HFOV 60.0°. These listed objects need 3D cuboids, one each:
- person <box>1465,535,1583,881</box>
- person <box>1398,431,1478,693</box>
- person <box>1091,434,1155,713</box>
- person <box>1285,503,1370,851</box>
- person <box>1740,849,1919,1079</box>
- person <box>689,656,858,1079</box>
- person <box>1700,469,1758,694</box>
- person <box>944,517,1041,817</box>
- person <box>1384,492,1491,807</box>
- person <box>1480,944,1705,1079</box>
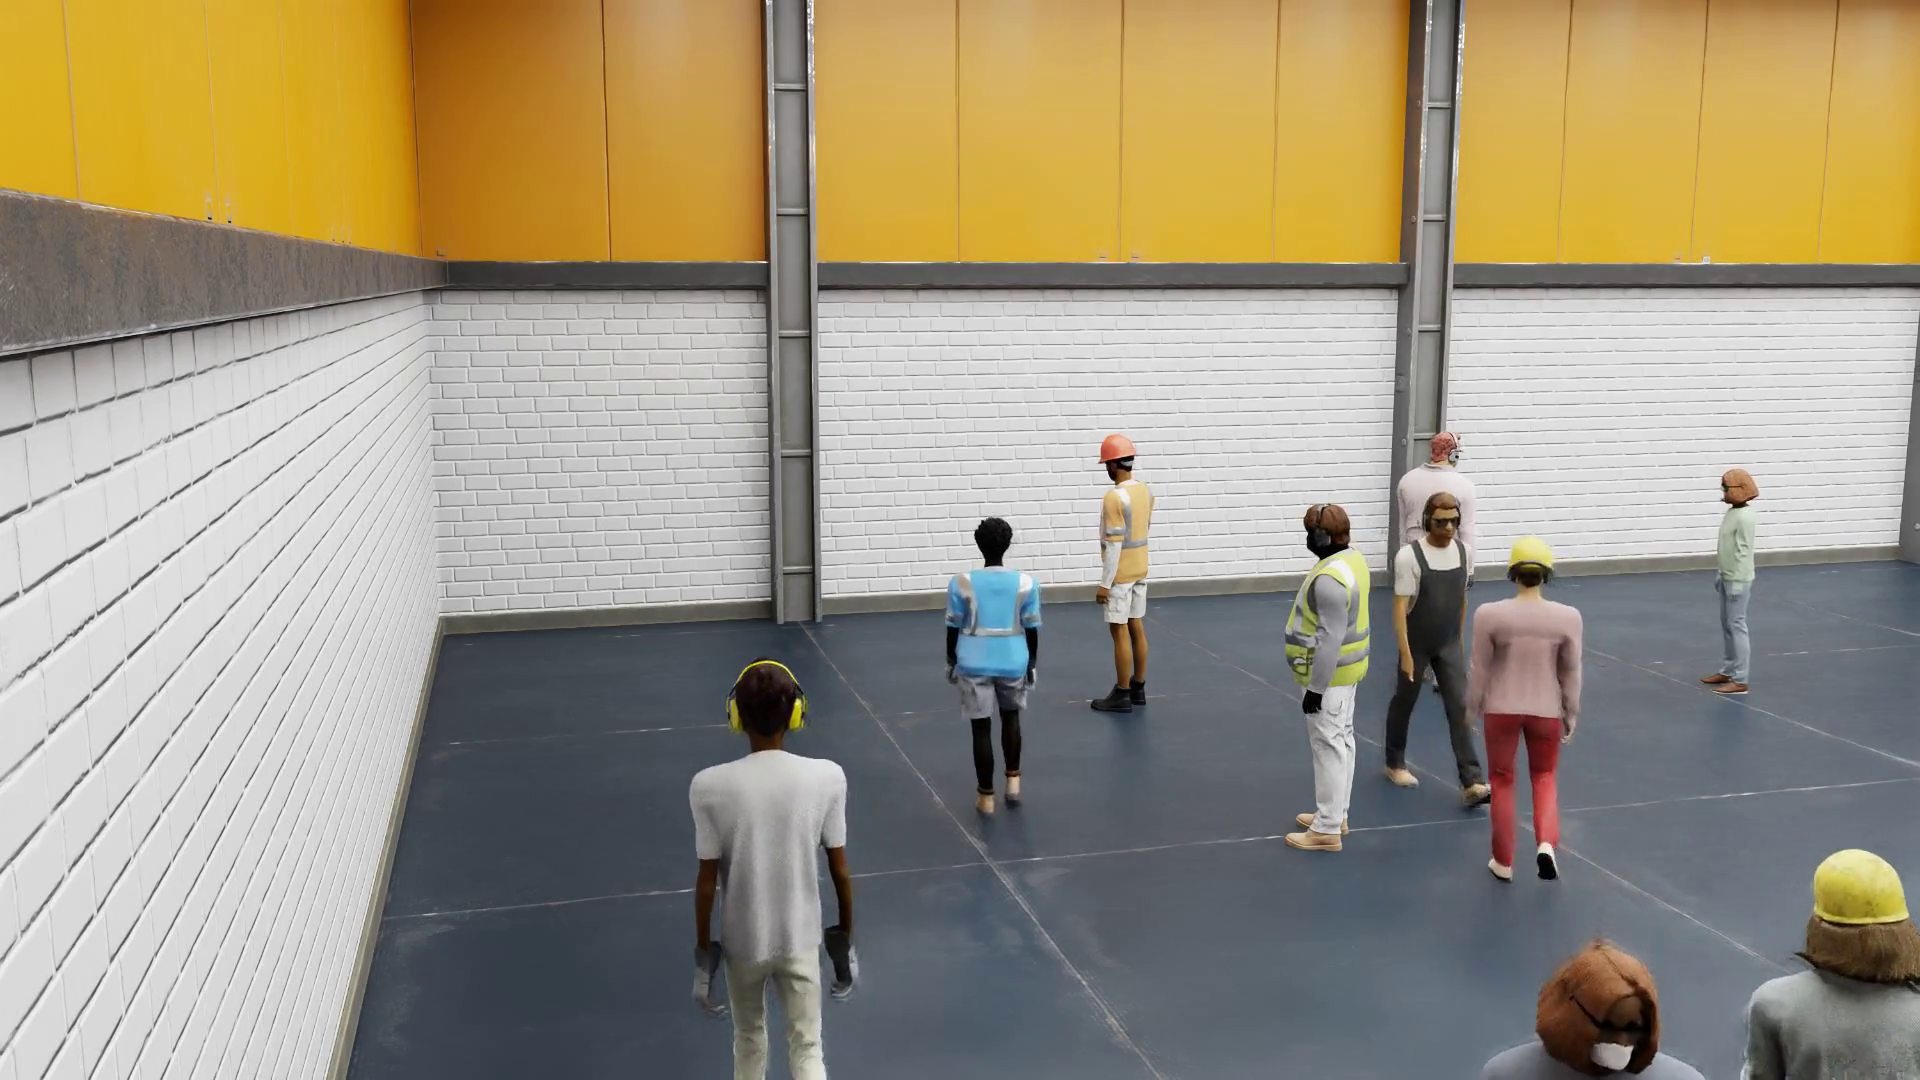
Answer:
[{"bbox_3d":[2.777,0.849,8.227,0.526,1.757,0.404,1,9,8],"label":"person"},{"bbox_3d":[3.487,0.156,12.099,0.403,1.900,0.639,-8,12,-40],"label":"person"},{"bbox_3d":[1.108,0.233,11.522,0.374,1.928,0.542,6,11,34],"label":"person"},{"bbox_3d":[1.930,0.717,8.788,0.430,1.838,0.619,4,10,23],"label":"person"},{"bbox_3d":[2.098,1.565,3.931,0.499,1.681,0.926,7,11,36],"label":"person"},{"bbox_3d":[-0.577,1.290,5.205,0.521,1.847,0.804,-2,9,-12],"label":"person"},{"bbox_3d":[5.604,0.296,12.067,0.275,1.627,0.504,2,9,11],"label":"person"},{"bbox_3d":[0.169,0.702,9.370,0.537,1.681,0.498,-2,9,-10],"label":"person"},{"bbox_3d":[2.738,0.622,9.506,0.534,1.789,0.967,-2,9,-15],"label":"person"},{"bbox_3d":[1.412,1.644,3.773,0.488,1.589,0.839,2,9,11],"label":"person"}]
